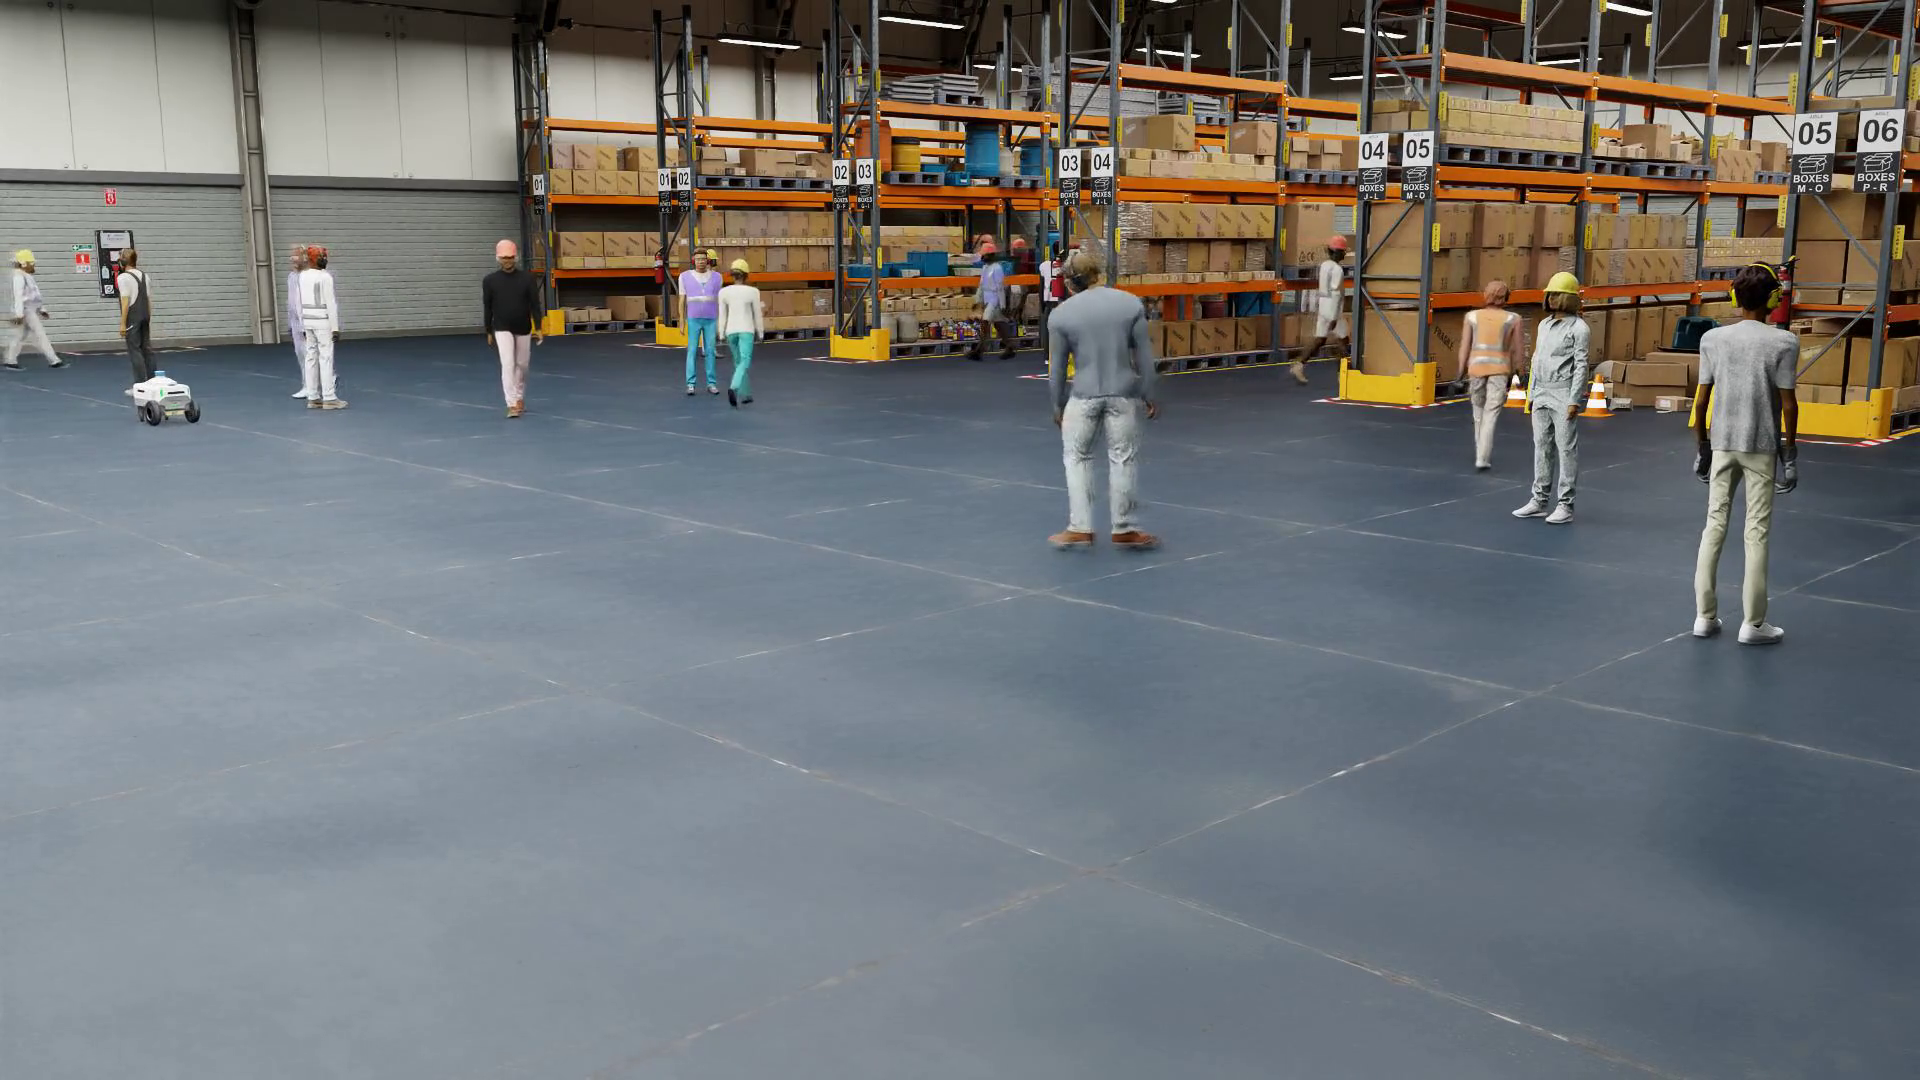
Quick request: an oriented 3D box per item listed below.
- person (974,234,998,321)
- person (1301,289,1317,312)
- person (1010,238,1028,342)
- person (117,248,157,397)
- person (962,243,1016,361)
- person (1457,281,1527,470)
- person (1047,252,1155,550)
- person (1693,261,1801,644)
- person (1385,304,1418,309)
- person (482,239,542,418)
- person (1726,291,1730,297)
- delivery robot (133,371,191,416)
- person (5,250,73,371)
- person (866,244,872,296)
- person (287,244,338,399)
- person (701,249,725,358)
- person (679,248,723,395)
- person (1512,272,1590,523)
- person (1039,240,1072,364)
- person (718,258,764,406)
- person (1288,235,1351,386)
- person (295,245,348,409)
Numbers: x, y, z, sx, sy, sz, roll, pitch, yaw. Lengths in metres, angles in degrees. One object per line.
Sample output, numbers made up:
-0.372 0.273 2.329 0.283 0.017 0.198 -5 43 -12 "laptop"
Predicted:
0.526 -5.361 34.707 0.626 2.023 0.585 10 14 43 "person"
8.537 -6.388 40.412 0.403 1.983 0.617 -7 12 -33 "person"
1.115 -4.718 31.436 0.369 1.936 0.549 -4 11 -22 "person"
-10.341 -2.733 20.863 0.326 1.843 0.516 2 11 12 "person"
0.507 -3.830 26.773 0.979 1.884 0.534 -4 11 -19 "person"
4.630 -1.433 14.413 0.547 1.595 0.827 7 12 33 "person"
0.922 -0.879 10.648 0.736 1.896 0.372 0 10 -1 "person"
3.894 -0.432 8.236 0.328 1.877 0.513 -9 14 -42 "person"
6.650 -3.386 25.087 0.512 1.602 0.824 5 11 23 "person"
-5.030 -2.389 18.678 0.607 1.962 0.946 -4 11 -21 "person"
14.654 -4.665 31.142 0.439 1.935 0.634 -10 14 -43 "person"
-8.631 -1.583 17.976 0.707 0.478 0.477 9 14 40 "delivery robot"
-13.779 -3.397 24.663 0.923 1.785 0.596 -5 11 -24 "person"
-1.934 -5.475 35.838 0.897 1.842 0.524 -10 14 -42 "person"
-8.060 -2.696 20.541 0.664 1.888 0.464 6 12 31 "person"
-4.093 -3.880 27.335 0.308 1.769 0.525 -7 12 -33 "person"
-3.273 -2.770 21.062 0.571 1.843 0.373 -4 11 -21 "person"
4.180 -1.001 11.691 0.290 1.746 0.486 -5 11 -24 "person"
1.504 -3.691 25.896 0.590 1.916 0.389 6 12 29 "person"
-2.613 -2.455 19.644 0.526 1.731 0.831 3 11 15 "person"
4.902 -3.052 22.156 0.978 2.014 0.606 -2 11 -13 "person"
-7.447 -2.472 19.336 0.579 1.882 0.342 6 12 29 "person"
